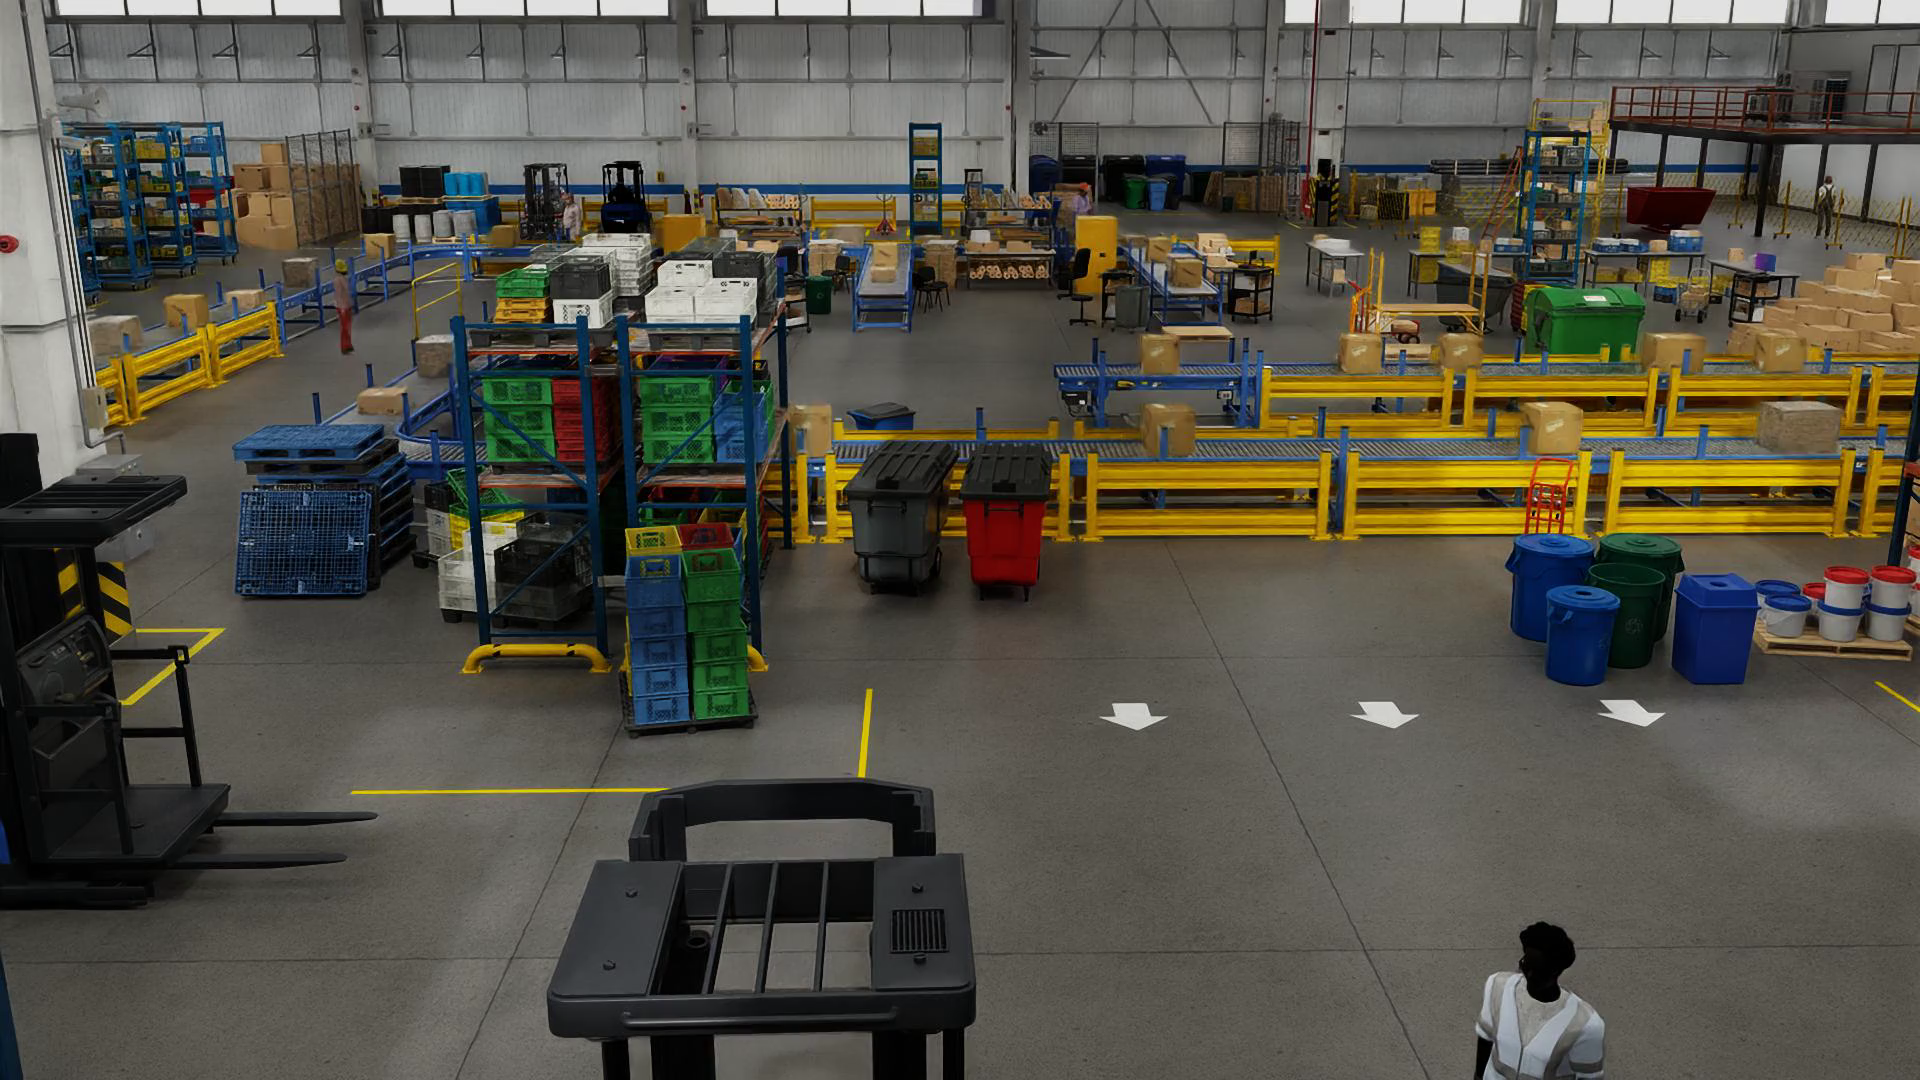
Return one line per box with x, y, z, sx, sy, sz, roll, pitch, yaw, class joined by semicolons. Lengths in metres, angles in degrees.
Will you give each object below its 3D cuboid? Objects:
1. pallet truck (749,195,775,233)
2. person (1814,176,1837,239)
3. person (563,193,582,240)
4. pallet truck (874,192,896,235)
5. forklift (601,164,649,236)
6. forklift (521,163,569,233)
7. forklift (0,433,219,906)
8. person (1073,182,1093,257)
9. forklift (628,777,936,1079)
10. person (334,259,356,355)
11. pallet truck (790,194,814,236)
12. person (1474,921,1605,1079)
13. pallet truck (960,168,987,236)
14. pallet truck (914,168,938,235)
-6.051;-9.967;50.660;0.680;1.201;1.601;0;16;-1;pallet truck
25.472;-9.786;48.949;0.504;1.839;0.344;3;16;9;person
-9.731;-7.736;41.713;0.406;1.901;0.639;-13;20;-37;person
-2.277;-9.986;50.594;0.653;1.274;1.630;0;16;-1;pallet truck
-9.948;-10.127;49.296;1.157;1.987;2.680;-1;16;-3;forklift
-12.233;-10.122;49.298;1.157;1.987;2.680;0;16;-1;forklift
-5.952;0.780;10.366;1.873;2.768;1.129;0;16;-1;forklift
3.263;-8.508;44.248;1.051;1.994;0.632;10;19;32;person
-0.542;2.165;5.552;1.129;2.768;1.873;-1;16;-2;forklift
-10.921;-4.167;29.640;0.316;1.714;0.743;-1;16;-2;person
-4.814;-9.883;50.259;0.704;1.261;1.522;-1;16;-3;pallet truck
2.381;2.366;6.957;0.530;1.697;0.322;14;21;41;person
0.383;-10.230;50.206;0.823;1.965;1.885;-1;16;-3;pallet truck
-0.989;-10.316;50.507;0.823;1.965;1.885;1;16;3;pallet truck
